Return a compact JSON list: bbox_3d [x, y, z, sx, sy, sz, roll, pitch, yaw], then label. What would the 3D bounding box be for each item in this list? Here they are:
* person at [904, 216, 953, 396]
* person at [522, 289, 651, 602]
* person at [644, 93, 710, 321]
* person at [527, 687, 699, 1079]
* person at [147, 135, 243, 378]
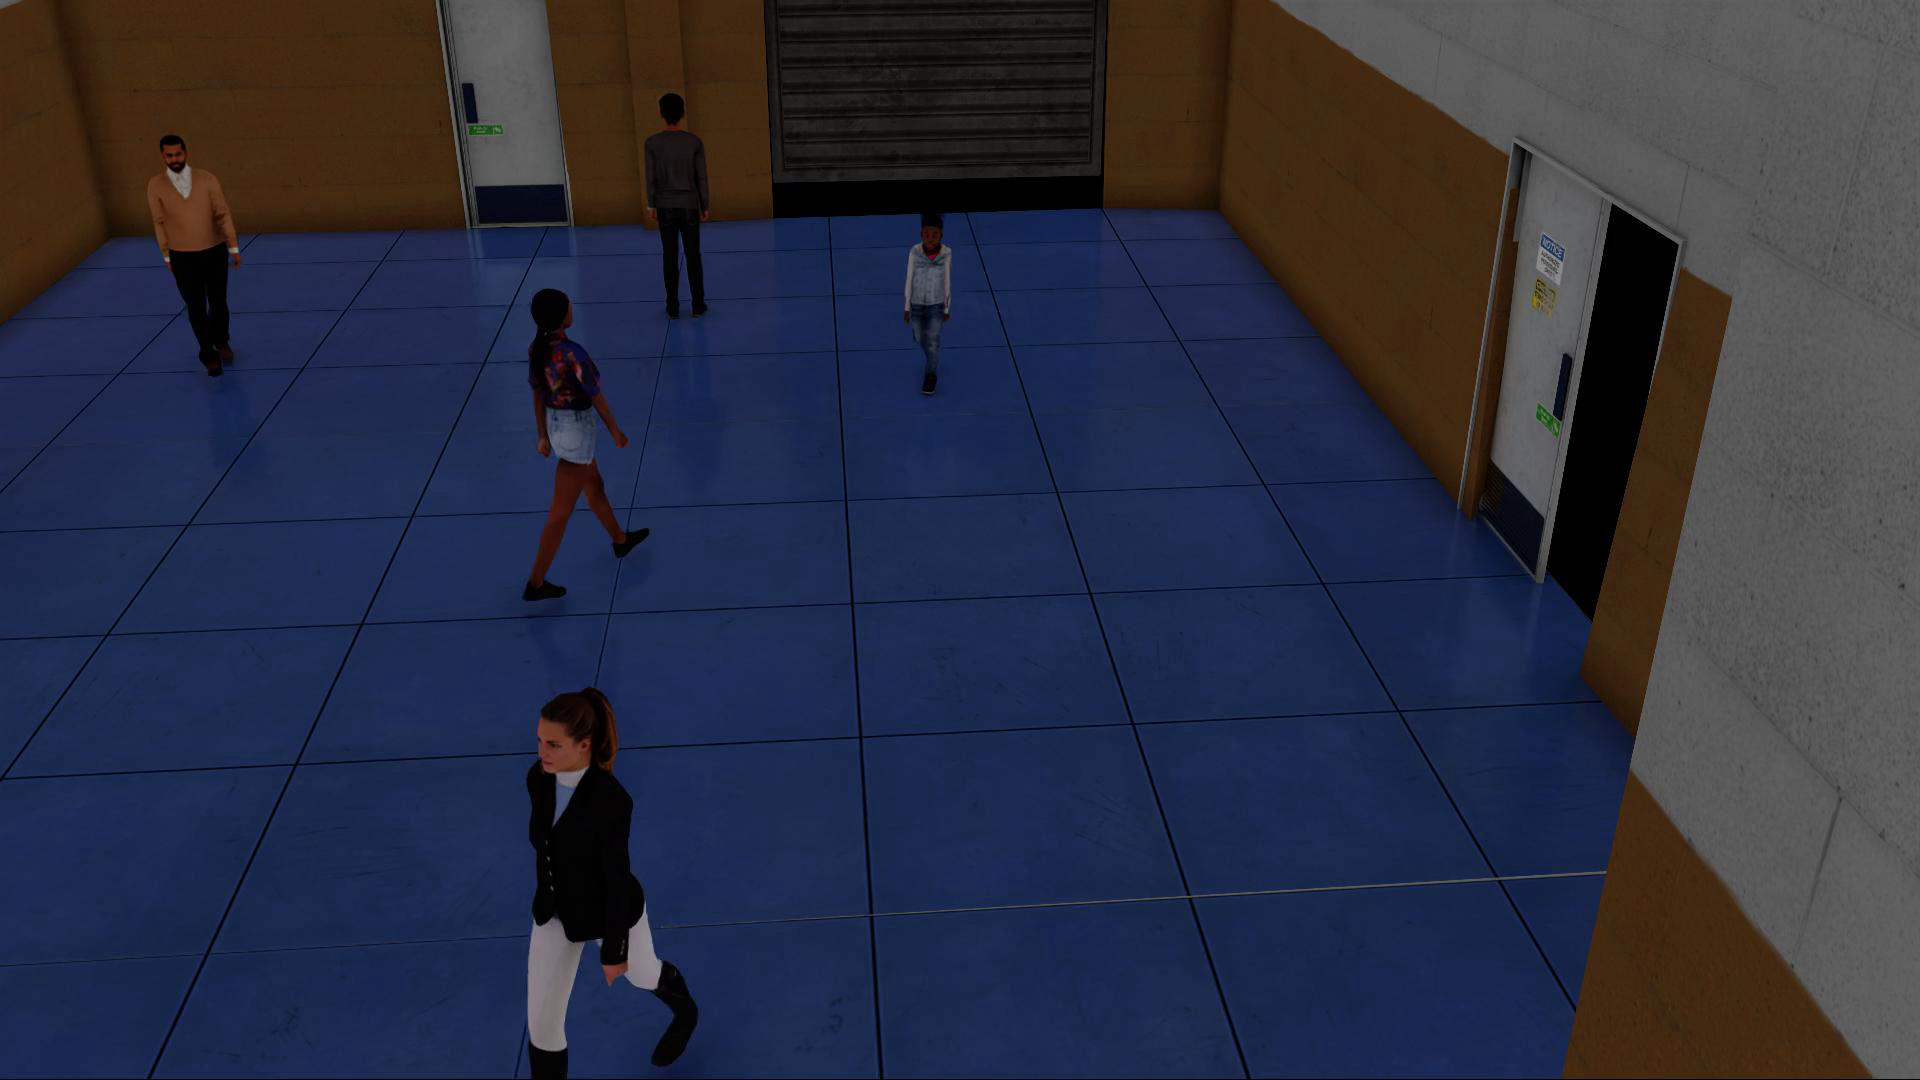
[{"bbox_3d":[-0.222,-1.728,11.954,0.838,1.246,0.709,6,28,12],"label":"person"},{"bbox_3d":[-2.165,-0.469,8.979,1.152,1.691,1.196,20,33,34],"label":"person"},{"bbox_3d":[-2.237,-2.629,13.156,0.497,1.765,0.727,9,28,18],"label":"person"},{"bbox_3d":[-1.160,1.253,5.578,1.170,1.680,1.091,15,31,27],"label":"person"},{"bbox_3d":[-5.558,-2.093,12.149,1.144,1.713,1.021,-15,30,-26],"label":"person"}]
